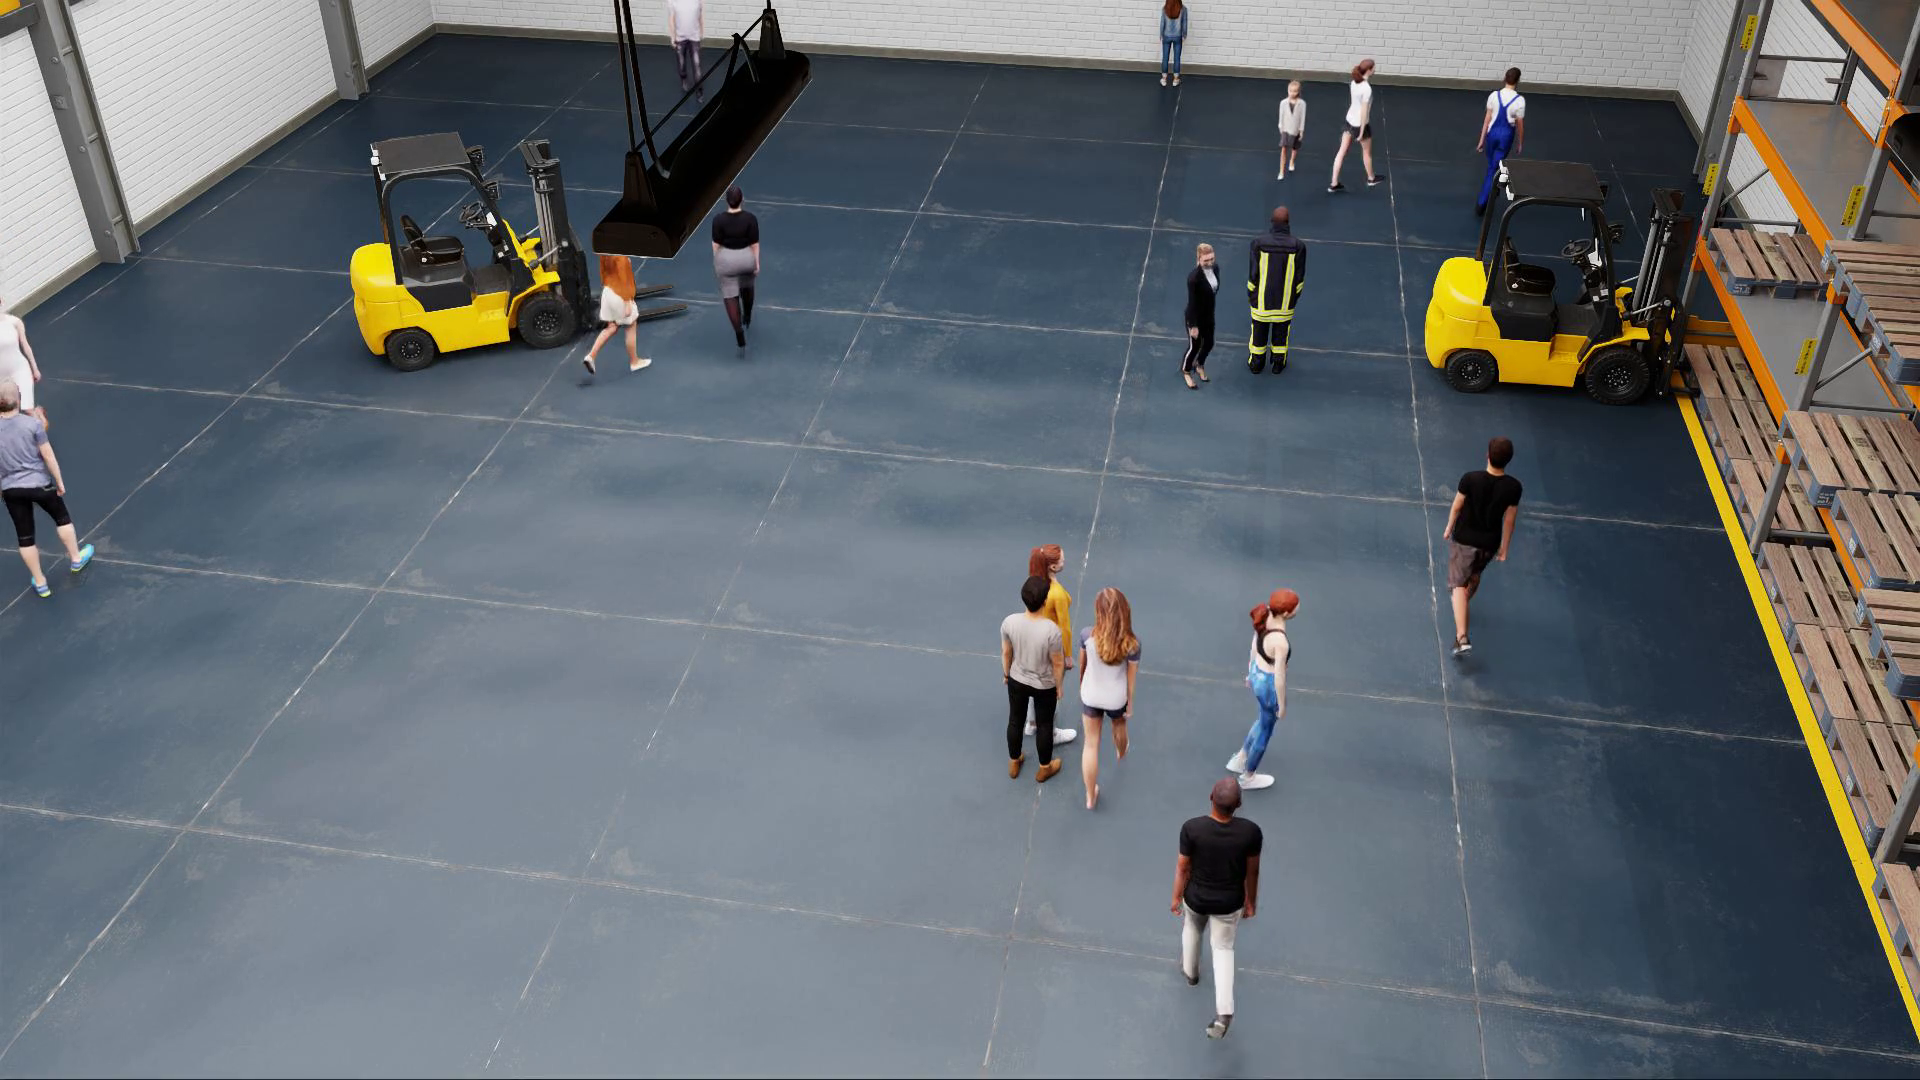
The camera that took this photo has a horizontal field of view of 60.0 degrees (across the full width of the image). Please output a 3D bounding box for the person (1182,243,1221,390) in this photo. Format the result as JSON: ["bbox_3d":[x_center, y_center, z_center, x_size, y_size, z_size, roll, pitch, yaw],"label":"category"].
[{"bbox_3d":[2.415,-2.269,16.889,0.820,1.663,0.728,20,38,27],"label":"person"}]

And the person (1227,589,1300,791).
[{"bbox_3d":[2.076,1.089,11.736,0.777,1.777,0.718,-9,35,-13],"label":"person"}]

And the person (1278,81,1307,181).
[{"bbox_3d":[4.417,-5.463,22.068,0.550,1.251,0.877,9,35,13],"label":"person"}]

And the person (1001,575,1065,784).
[{"bbox_3d":[0.514,0.994,11.928,0.647,1.722,0.584,12,35,18],"label":"person"}]

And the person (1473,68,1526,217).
[{"bbox_3d":[6.704,-4.929,20.771,1.007,1.796,1.319,21,39,28],"label":"person"}]

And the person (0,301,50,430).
[{"bbox_3d":[-8.968,-1.599,15.800,0.924,1.755,1.192,-9,35,-14],"label":"person"}]

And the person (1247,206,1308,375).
[{"bbox_3d":[3.258,-2.591,17.230,0.733,1.823,0.641,5,34,7],"label":"person"}]

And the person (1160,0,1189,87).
[{"bbox_3d":[3.209,-7.598,25.075,0.565,1.477,0.510,4,34,6],"label":"person"}]

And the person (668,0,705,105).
[{"bbox_3d":[-4.043,-7.434,24.529,0.955,1.808,1.295,-6,34,-9],"label":"person"}]

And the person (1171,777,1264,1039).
[{"bbox_3d":[1.539,2.227,10.021,0.760,1.779,1.114,0,34,1],"label":"person"}]

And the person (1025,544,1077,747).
[{"bbox_3d":[0.643,0.761,12.252,0.740,1.750,0.688,-23,40,-31],"label":"person"}]

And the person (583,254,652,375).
[{"bbox_3d":[-3.604,-2.457,17.139,0.945,1.700,1.084,29,43,36],"label":"person"}]

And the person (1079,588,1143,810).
[{"bbox_3d":[1.002,1.168,11.700,0.580,1.684,0.972,6,34,9],"label":"person"}]

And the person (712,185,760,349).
[{"bbox_3d":[-2.380,-2.887,17.763,0.965,1.726,1.199,-9,35,-13],"label":"person"}]

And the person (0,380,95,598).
[{"bbox_3d":[-7.788,-0.395,13.893,0.823,1.860,0.953,-8,34,-12],"label":"person"}]

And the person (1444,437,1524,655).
[{"bbox_3d":[4.108,0.060,13.235,0.736,1.830,1.238,2,34,3],"label":"person"}]

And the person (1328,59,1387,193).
[{"bbox_3d":[5.022,-5.291,21.390,1.059,1.714,1.059,-18,37,-24],"label":"person"}]
